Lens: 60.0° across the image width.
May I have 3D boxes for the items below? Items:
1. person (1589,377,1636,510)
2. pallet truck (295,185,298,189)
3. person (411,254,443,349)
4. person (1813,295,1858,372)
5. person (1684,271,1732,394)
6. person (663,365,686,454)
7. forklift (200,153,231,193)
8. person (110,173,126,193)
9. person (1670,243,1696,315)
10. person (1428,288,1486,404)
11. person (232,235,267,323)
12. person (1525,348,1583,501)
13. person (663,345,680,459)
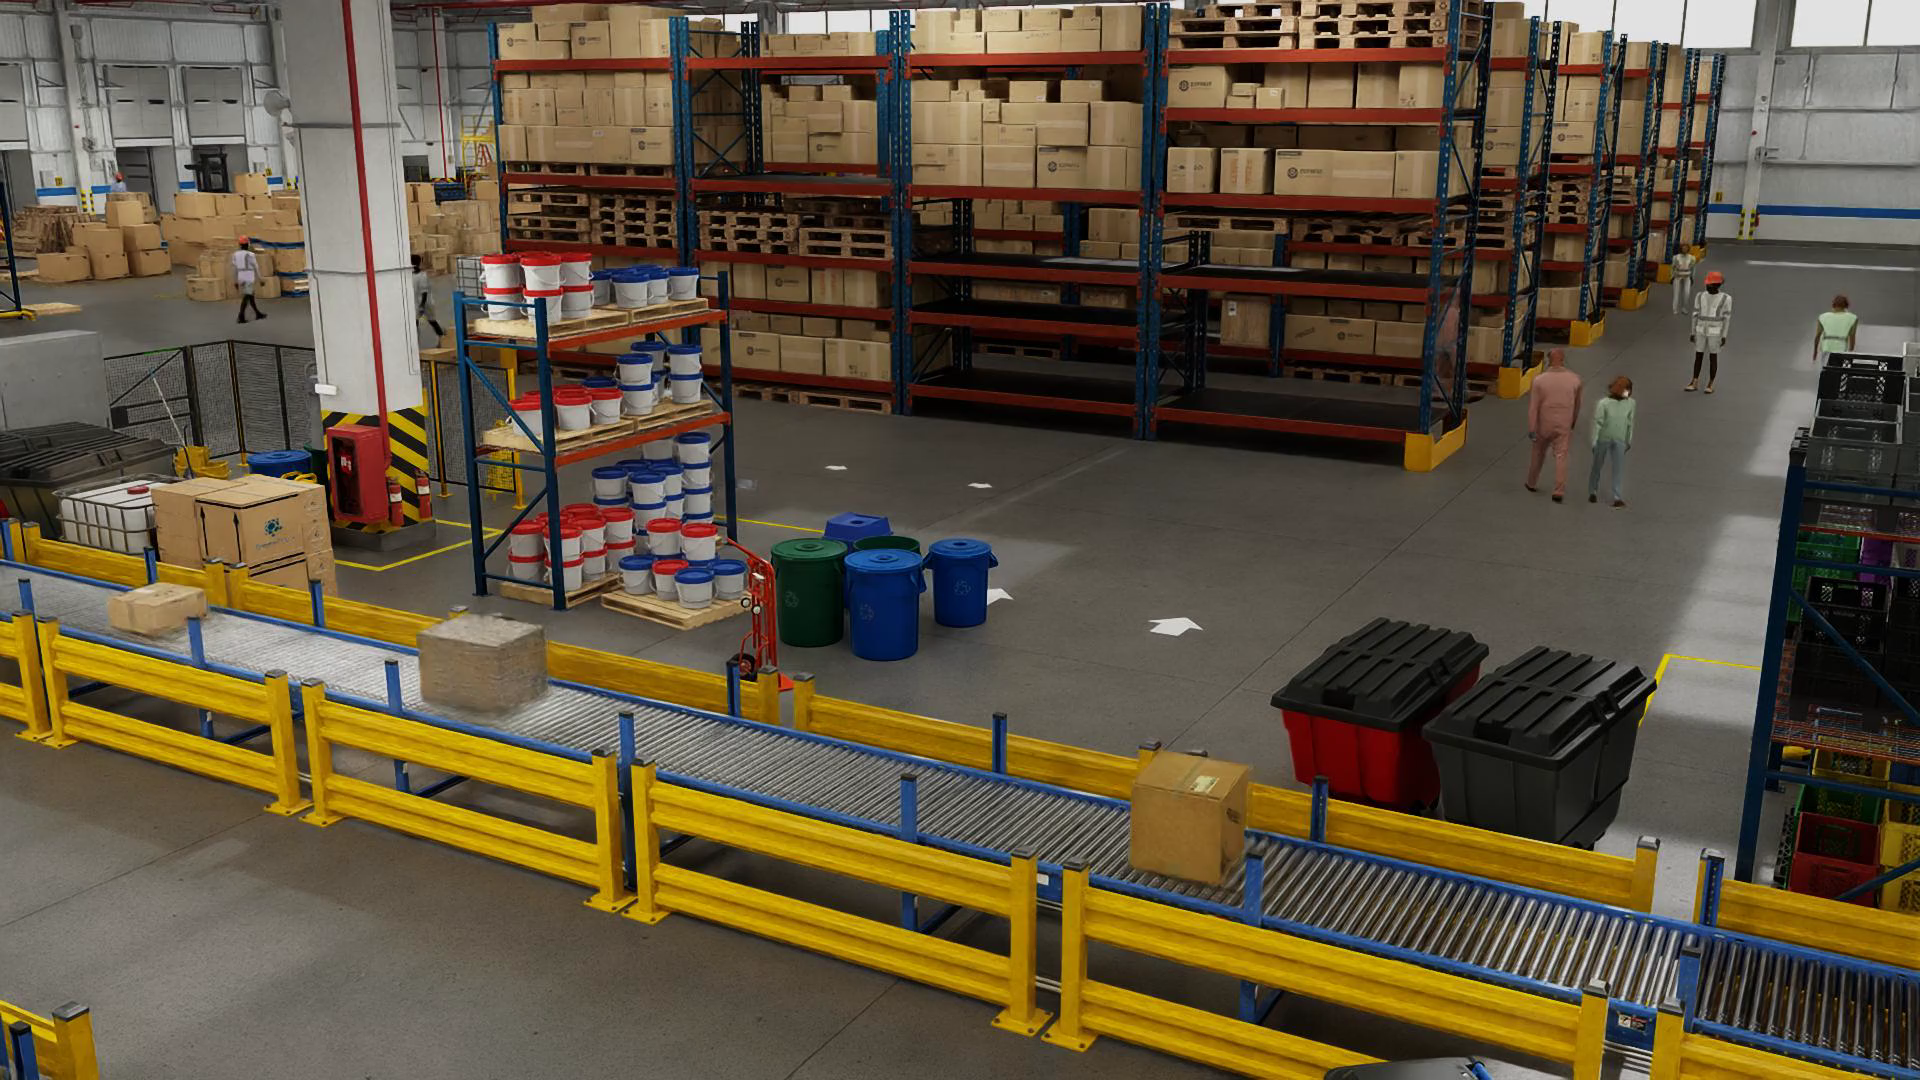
[{"bbox_3d":[7.819,-1.156,19.905,0.541,1.582,0.858,0,15,1],"label":"person"},{"bbox_3d":[-26.804,-14.617,69.738,1.885,1.965,0.823,-14,20,-42],"label":"pallet truck"},{"bbox_3d":[-10.433,-4.554,32.085,1.054,1.897,0.624,-12,19,-38],"label":"person"},{"bbox_3d":[13.864,-2.980,26.388,0.586,1.785,0.978,9,17,29],"label":"person"},{"bbox_3d":[12.473,-3.456,27.701,0.394,2.040,0.609,-14,20,-41],"label":"person"},{"bbox_3d":[-3.589,-1.298,20.253,0.461,1.679,0.560,10,18,33],"label":"person"},{"bbox_3d":[-27.436,-12.866,61.465,1.873,2.768,1.129,8,17,28],"label":"forklift"},{"bbox_3d":[-33.401,-13.576,66.012,0.637,1.903,0.573,-4,15,-13],"label":"person"},{"bbox_3d":[16.374,-5.904,37.713,0.530,1.623,0.538,4,15,15],"label":"person"},{"bbox_3d":[8.047,-3.122,26.767,0.932,1.863,0.674,4,15,13],"label":"person"},{"bbox_3d":[-15.701,-5.740,36.604,0.549,1.891,1.011,6,16,21],"label":"person"},{"bbox_3d":[7.291,-1.429,20.447,0.650,1.862,0.962,2,15,8],"label":"person"},{"bbox_3d":[-3.929,-1.825,22.331,0.535,1.642,0.907,-1,15,-5],"label":"person"}]
